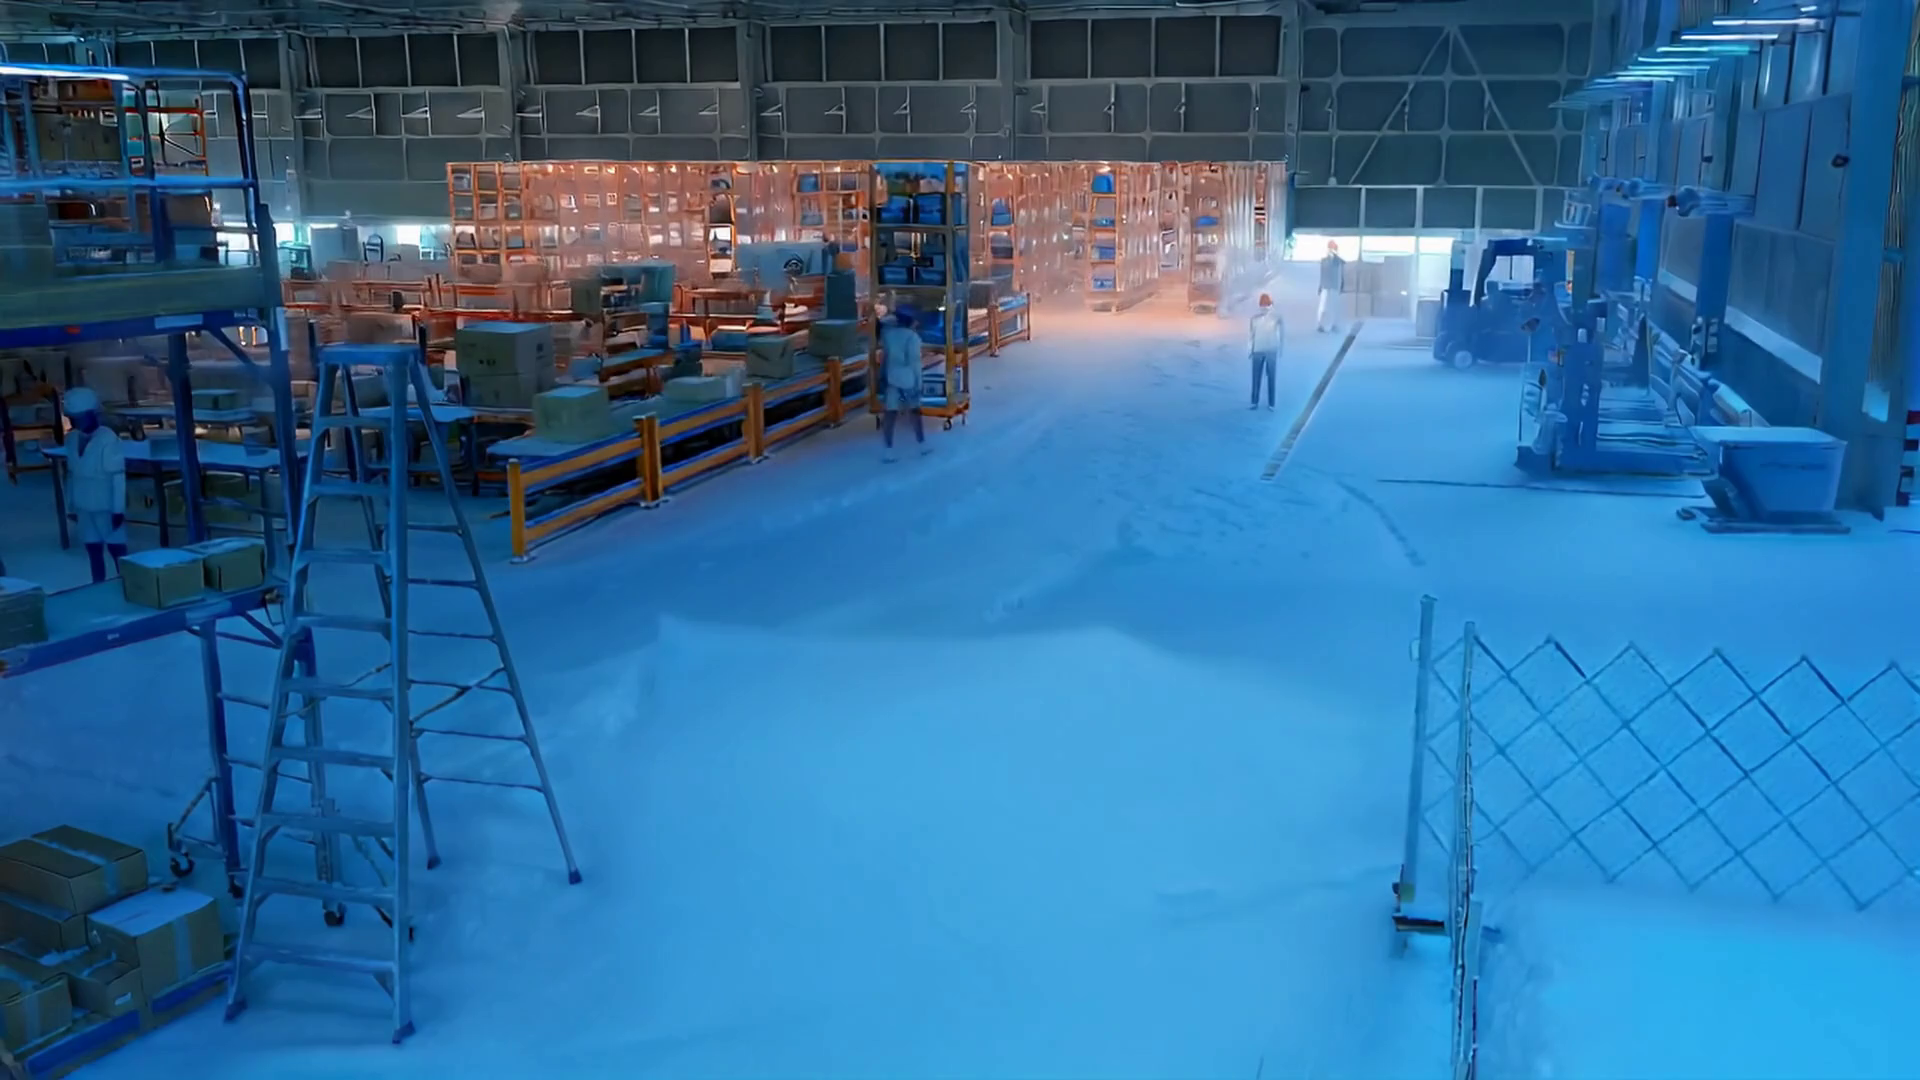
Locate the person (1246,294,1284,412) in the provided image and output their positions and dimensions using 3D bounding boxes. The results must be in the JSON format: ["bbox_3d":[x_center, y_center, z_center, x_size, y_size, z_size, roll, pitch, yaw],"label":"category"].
[{"bbox_3d":[4.533,-2.779,24.727,0.523,1.761,0.328,7,15,27],"label":"person"}]

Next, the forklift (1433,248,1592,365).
[{"bbox_3d":[9.780,-4.111,29.280,2.680,1.987,1.157,3,13,14],"label":"forklift"}]

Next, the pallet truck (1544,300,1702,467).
[{"bbox_3d":[8.263,-1.952,20.631,1.885,1.965,0.823,5,14,20],"label":"pallet truck"}]

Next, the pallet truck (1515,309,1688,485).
[{"bbox_3d":[7.554,-1.677,19.446,1.885,1.965,0.823,3,13,14],"label":"pallet truck"}]

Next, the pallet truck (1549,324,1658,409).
[{"bbox_3d":[9.824,-2.669,25.407,1.601,1.201,0.680,4,14,16],"label":"pallet truck"}]

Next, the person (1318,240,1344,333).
[{"bbox_3d":[7.964,-5.441,35.707,0.612,1.995,0.382,-4,14,-19],"label":"person"}]

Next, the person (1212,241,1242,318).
[{"bbox_3d":[6.259,-6.125,39.097,0.684,1.799,0.629,-3,13,-11],"label":"person"}]

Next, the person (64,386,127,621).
[{"bbox_3d":[-7.066,-0.294,13.599,0.544,1.939,0.353,4,14,17],"label":"person"}]

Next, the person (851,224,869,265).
[{"bbox_3d":[-2.995,-8.568,49.567,0.589,1.834,0.403,-4,14,-17],"label":"person"}]

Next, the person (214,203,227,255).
[{"bbox_3d":[-28.288,-11.850,63.423,0.486,1.978,0.647,3,13,13],"label":"person"}]

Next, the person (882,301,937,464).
[{"bbox_3d":[-0.672,-1.976,20.744,0.632,1.986,1.036,8,15,30],"label":"person"}]

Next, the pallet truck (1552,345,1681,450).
[{"bbox_3d":[8.641,-1.896,21.908,1.630,1.274,0.653,4,14,16],"label":"pallet truck"}]

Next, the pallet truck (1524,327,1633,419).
[{"bbox_3d":[9.065,-2.460,24.370,1.522,1.261,0.704,3,13,14],"label":"pallet truck"}]

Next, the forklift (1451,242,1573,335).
[{"bbox_3d":[10.464,-4.597,31.405,2.680,1.987,1.157,4,14,16],"label":"forklift"}]

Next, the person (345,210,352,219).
[{"bbox_3d":[-22.834,-11.455,62.213,0.329,1.751,0.570,5,14,20],"label":"person"}]
